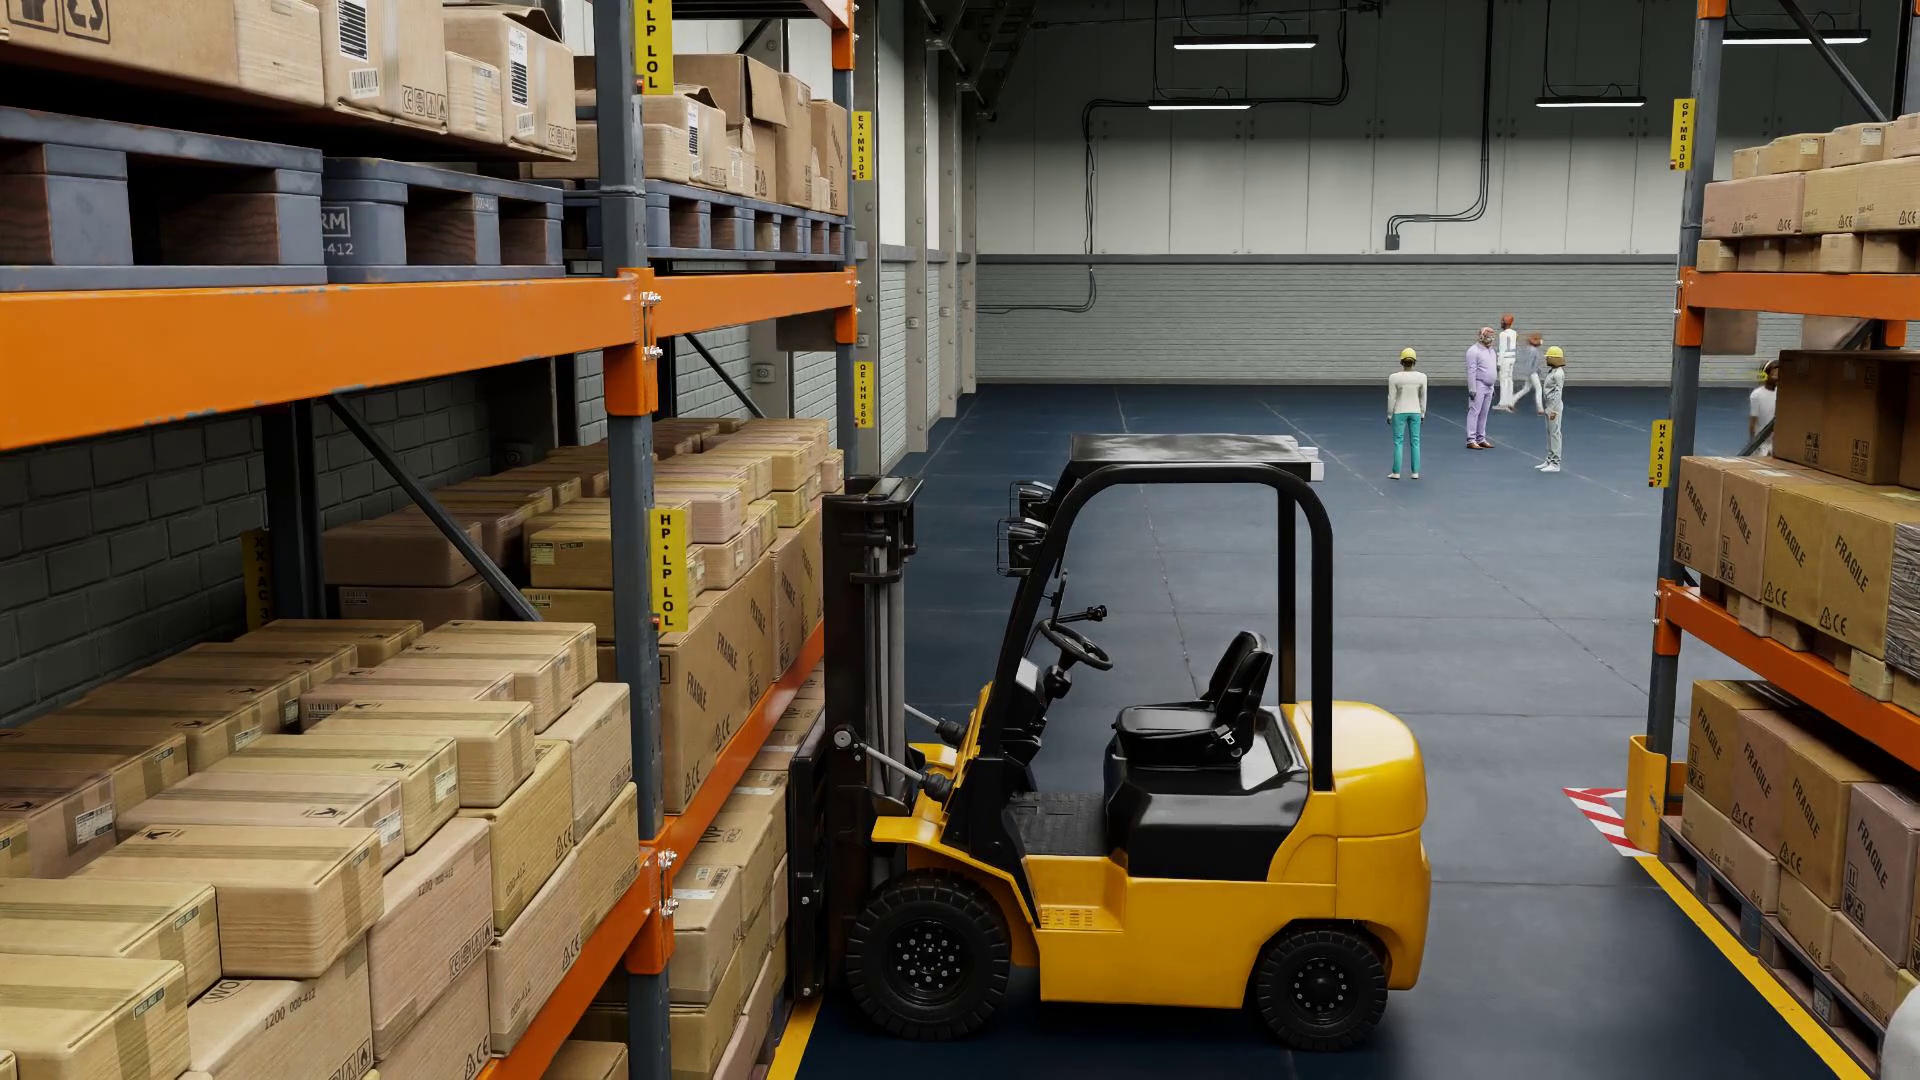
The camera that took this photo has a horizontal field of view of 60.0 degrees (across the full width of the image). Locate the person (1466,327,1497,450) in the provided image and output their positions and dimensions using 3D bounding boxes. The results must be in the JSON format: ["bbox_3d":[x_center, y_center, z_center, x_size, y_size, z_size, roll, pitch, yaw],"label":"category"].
[{"bbox_3d":[8.183,-2.373,26.037,0.641,1.905,0.410,-8,13,-41],"label":"person"}]

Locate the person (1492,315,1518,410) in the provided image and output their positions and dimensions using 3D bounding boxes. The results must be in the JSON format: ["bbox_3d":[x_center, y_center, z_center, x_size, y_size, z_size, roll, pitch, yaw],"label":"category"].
[{"bbox_3d":[10.873,-3.539,33.160,0.354,1.884,0.576,9,13,43],"label":"person"}]

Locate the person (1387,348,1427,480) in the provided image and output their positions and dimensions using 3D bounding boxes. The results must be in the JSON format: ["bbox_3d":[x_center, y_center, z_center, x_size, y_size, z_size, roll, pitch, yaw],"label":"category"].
[{"bbox_3d":[5.980,-1.686,22.289,0.525,1.769,0.313,0,9,-2],"label":"person"}]

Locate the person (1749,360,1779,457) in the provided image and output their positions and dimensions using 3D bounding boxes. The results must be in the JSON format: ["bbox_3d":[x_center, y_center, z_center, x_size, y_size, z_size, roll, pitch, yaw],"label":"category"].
[{"bbox_3d":[8.772,-1.027,18.040,0.550,1.851,0.434,-4,10,-22],"label":"person"}]

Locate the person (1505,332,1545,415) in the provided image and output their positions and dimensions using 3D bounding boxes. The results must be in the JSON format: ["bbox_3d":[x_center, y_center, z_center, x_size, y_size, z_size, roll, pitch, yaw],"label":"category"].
[{"bbox_3d":[10.936,-3.193,31.930,0.825,1.599,0.499,4,10,24],"label":"person"}]

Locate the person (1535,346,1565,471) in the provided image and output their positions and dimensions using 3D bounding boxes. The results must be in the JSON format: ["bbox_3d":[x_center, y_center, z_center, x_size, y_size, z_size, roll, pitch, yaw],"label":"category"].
[{"bbox_3d":[8.258,-1.828,23.220,0.295,1.744,0.487,1,9,8],"label":"person"}]
